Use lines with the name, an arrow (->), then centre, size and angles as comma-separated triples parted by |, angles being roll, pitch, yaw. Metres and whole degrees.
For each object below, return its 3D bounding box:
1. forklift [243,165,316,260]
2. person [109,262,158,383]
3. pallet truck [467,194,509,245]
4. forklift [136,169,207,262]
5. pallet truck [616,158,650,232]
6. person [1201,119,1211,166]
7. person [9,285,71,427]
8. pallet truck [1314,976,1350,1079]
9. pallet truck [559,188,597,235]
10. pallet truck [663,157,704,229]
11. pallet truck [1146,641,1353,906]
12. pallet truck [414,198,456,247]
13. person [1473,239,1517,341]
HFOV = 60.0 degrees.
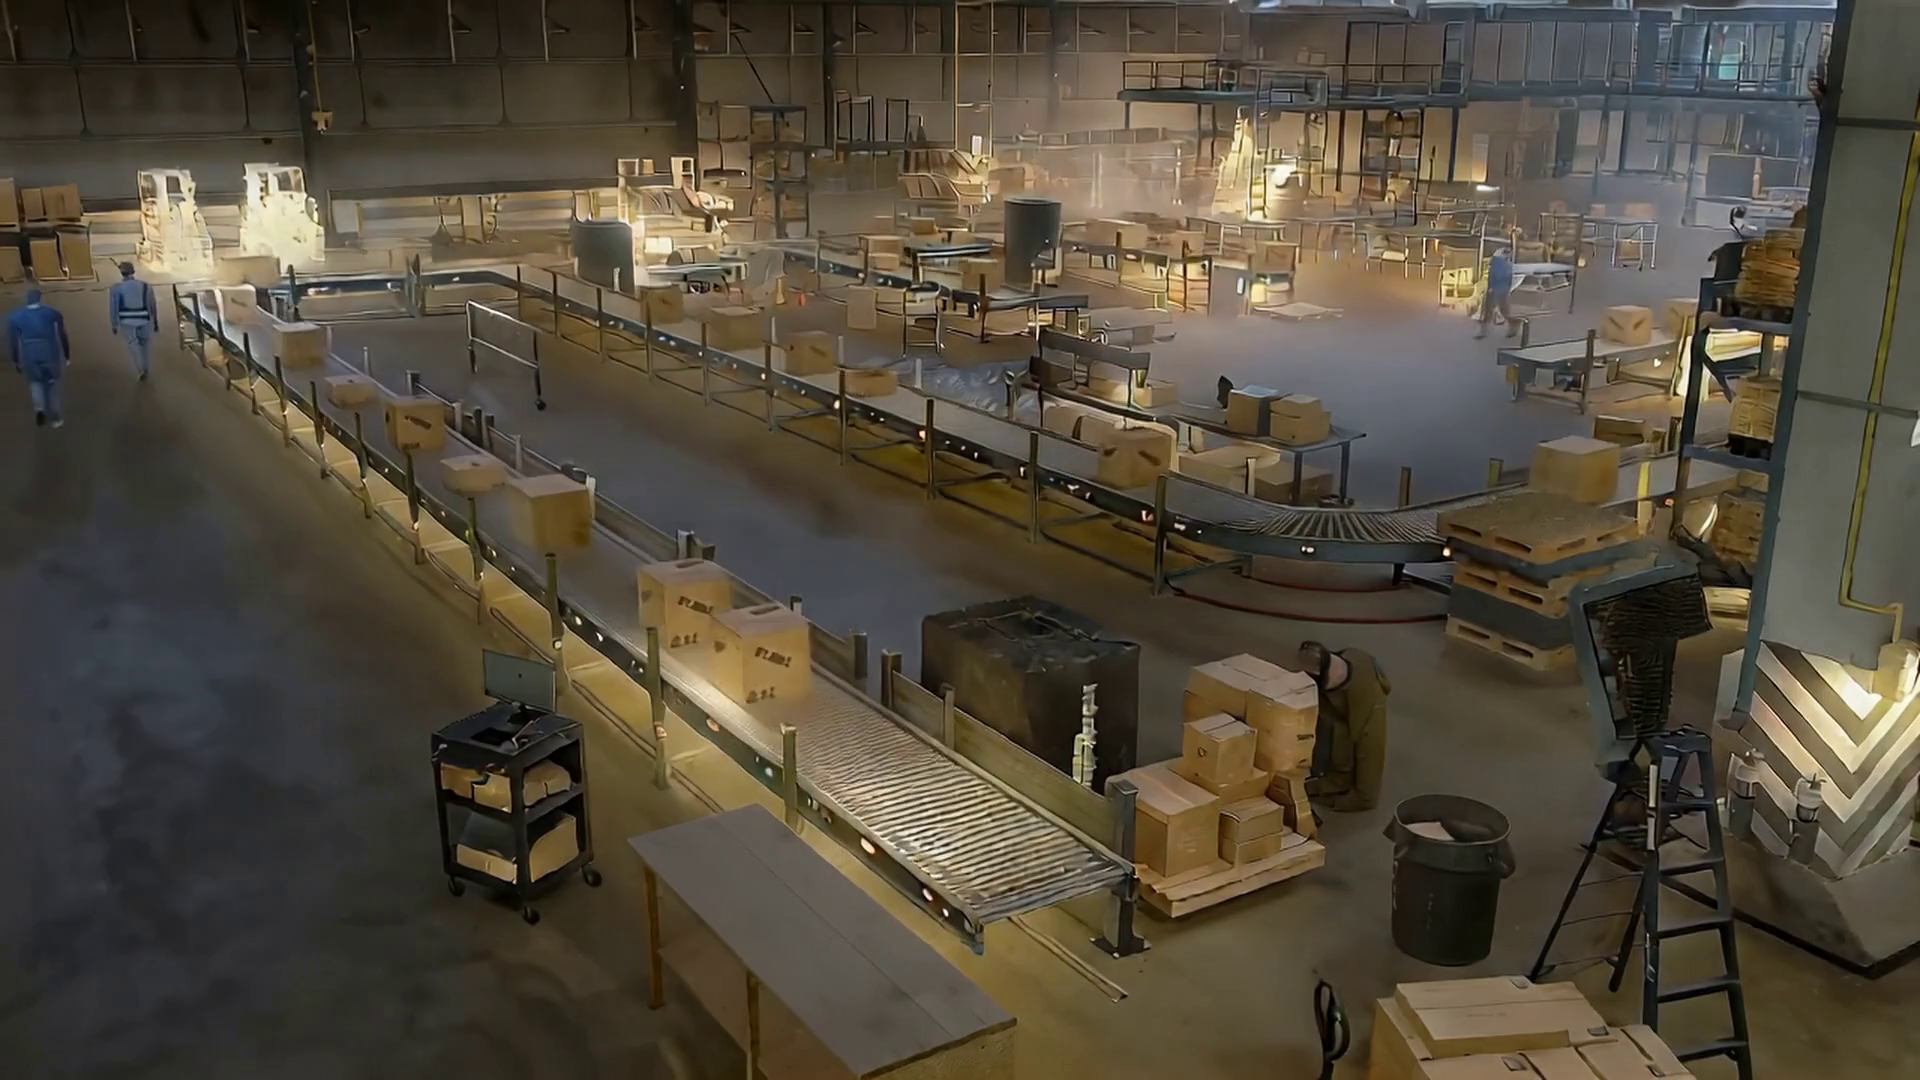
forklift -> -15.898, -7.669, 38.708 | 1.157, 1.987, 2.680 | -11, 20, -33
person -> -12.441, -3.289, 25.032 | 0.616, 1.782, 0.922 | -11, 20, -33
pallet truck -> -11.983, -8.177, 42.137 | 0.704, 1.261, 1.522 | -11, 20, -33
forklift -> -17.842, -7.318, 37.559 | 1.157, 1.987, 2.680 | -10, 20, -31
pallet truck -> -8.918, -9.176, 44.255 | 0.823, 1.965, 1.885 | -9, 19, -27
person -> 9.992, -16.246, 67.973 | 0.584, 1.881, 0.337 | -12, 20, -34
person -> -12.101, -2.417, 21.946 | 0.667, 1.888, 0.436 | -7, 18, -22
pallet truck -> 2.299, 2.390, 7.086 | 1.601, 1.201, 0.680 | -2, 17, -7
pallet truck -> -10.010, -8.652, 43.699 | 0.653, 1.274, 1.630 | -10, 20, -31
pallet truck -> -7.586, -9.308, 44.692 | 0.823, 1.965, 1.885 | -11, 20, -33
pallet truck -> 1.664, 1.407, 10.232 | 1.630, 1.274, 0.653 | -10, 20, -31
pallet truck -> -13.250, -8.060, 41.856 | 0.680, 1.201, 1.601 | -10, 20, -31
person -> 9.239, -4.274, 28.402 | 0.870, 1.731, 0.527 | -10, 19, -30
